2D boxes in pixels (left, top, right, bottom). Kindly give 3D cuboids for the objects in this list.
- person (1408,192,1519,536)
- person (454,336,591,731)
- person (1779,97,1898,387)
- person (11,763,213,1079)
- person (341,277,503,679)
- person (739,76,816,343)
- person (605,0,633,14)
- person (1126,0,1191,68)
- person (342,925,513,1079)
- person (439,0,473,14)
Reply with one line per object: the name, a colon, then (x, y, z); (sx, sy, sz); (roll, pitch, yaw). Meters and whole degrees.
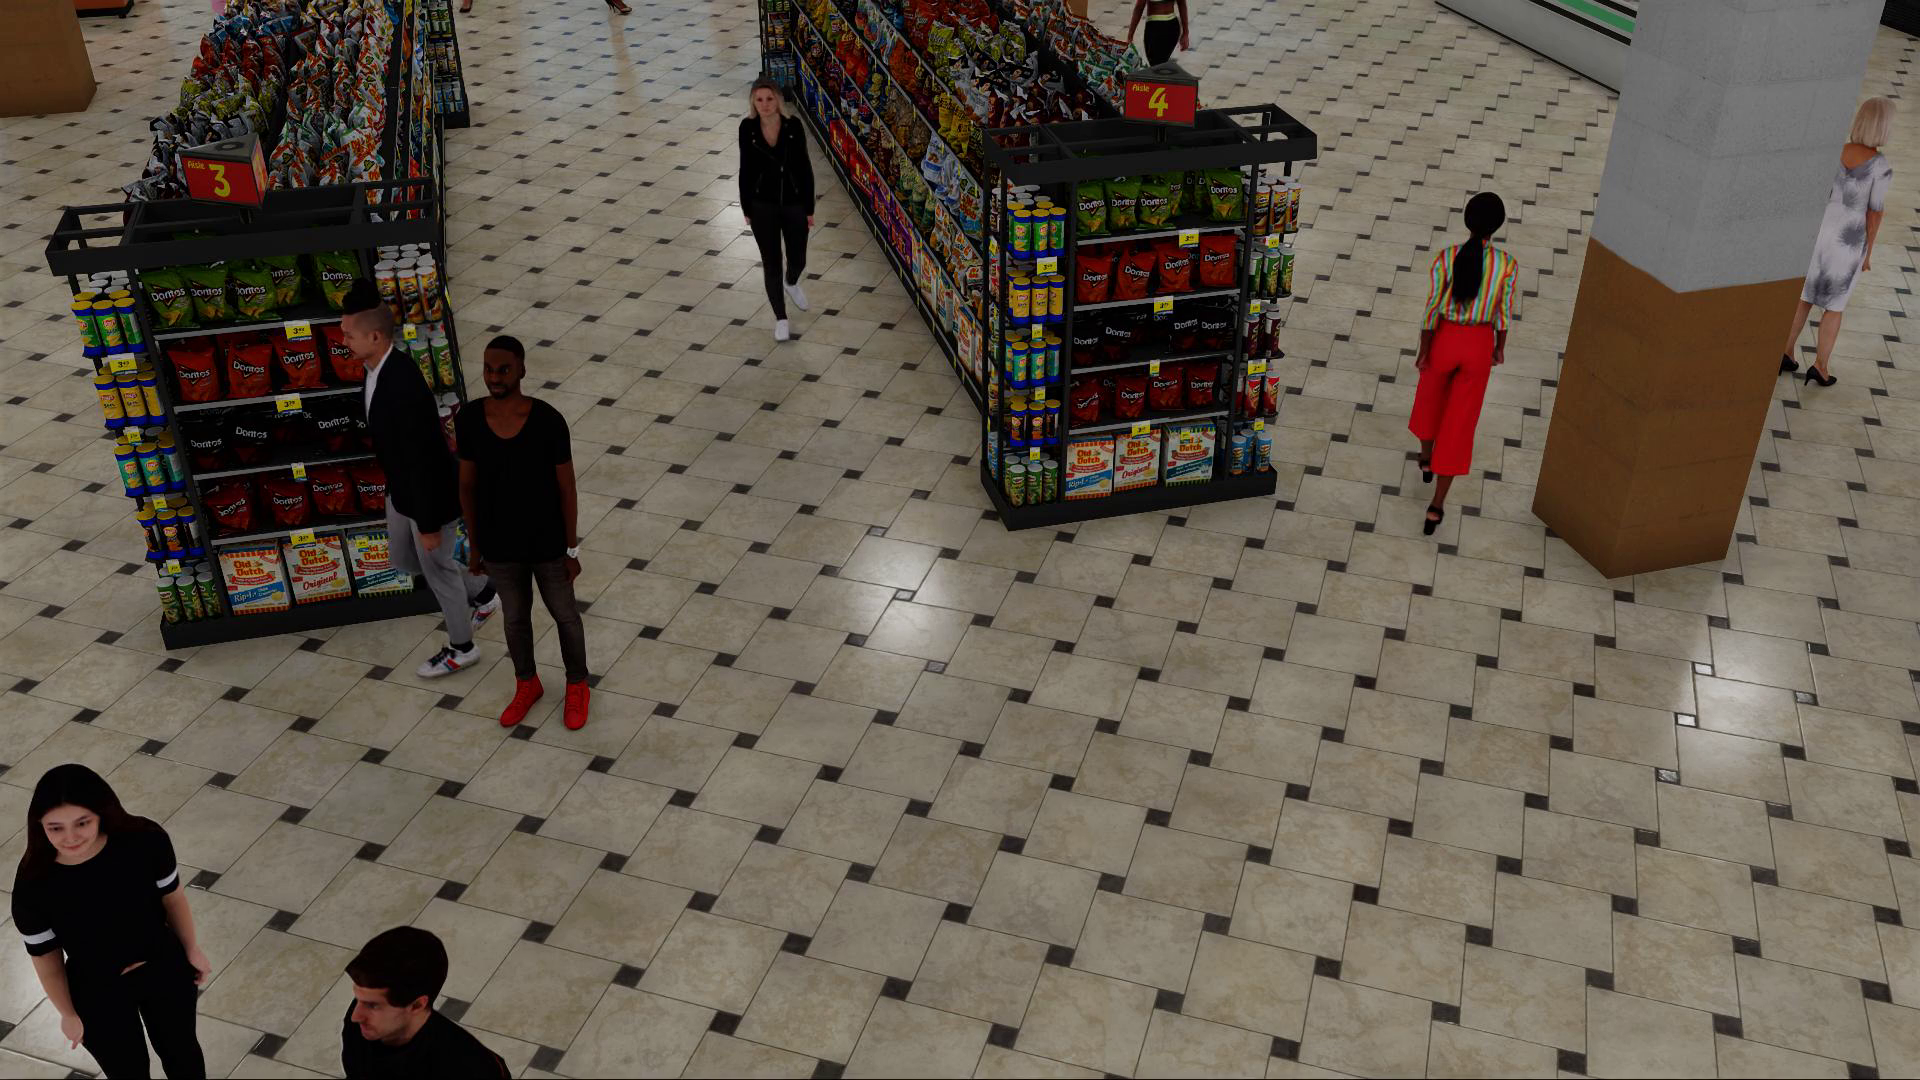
person: (2.496, -0.843, 8.366); (0.911, 1.768, 1.054); (10, 33, 15)
person: (-1.824, -0.021, 7.012); (0.699, 1.803, 0.647); (2, 32, 3)
person: (5.207, -1.756, 9.849); (0.673, 1.752, 0.529); (-17, 36, -25)
person: (-2.506, 1.316, 5.018); (0.707, 1.638, 0.732); (-27, 41, -36)
person: (-2.258, -0.259, 7.267); (0.934, 1.939, 0.848); (-20, 37, -29)
person: (-1.135, -2.106, 10.495); (0.687, 1.664, 0.916); (-6, 32, -10)
person: (-3.651, -6.442, 17.340); (0.665, 1.793, 0.509); (-12, 34, -18)
person: (1.692, -4.039, 13.560); (0.836, 1.707, 1.179); (-19, 36, -27)
person: (-1.296, 1.681, 4.243); (0.764, 1.838, 0.847); (20, 37, 28)
person: (-5.288, -6.319, 17.275); (0.901, 1.653, 0.959); (10, 33, 15)
